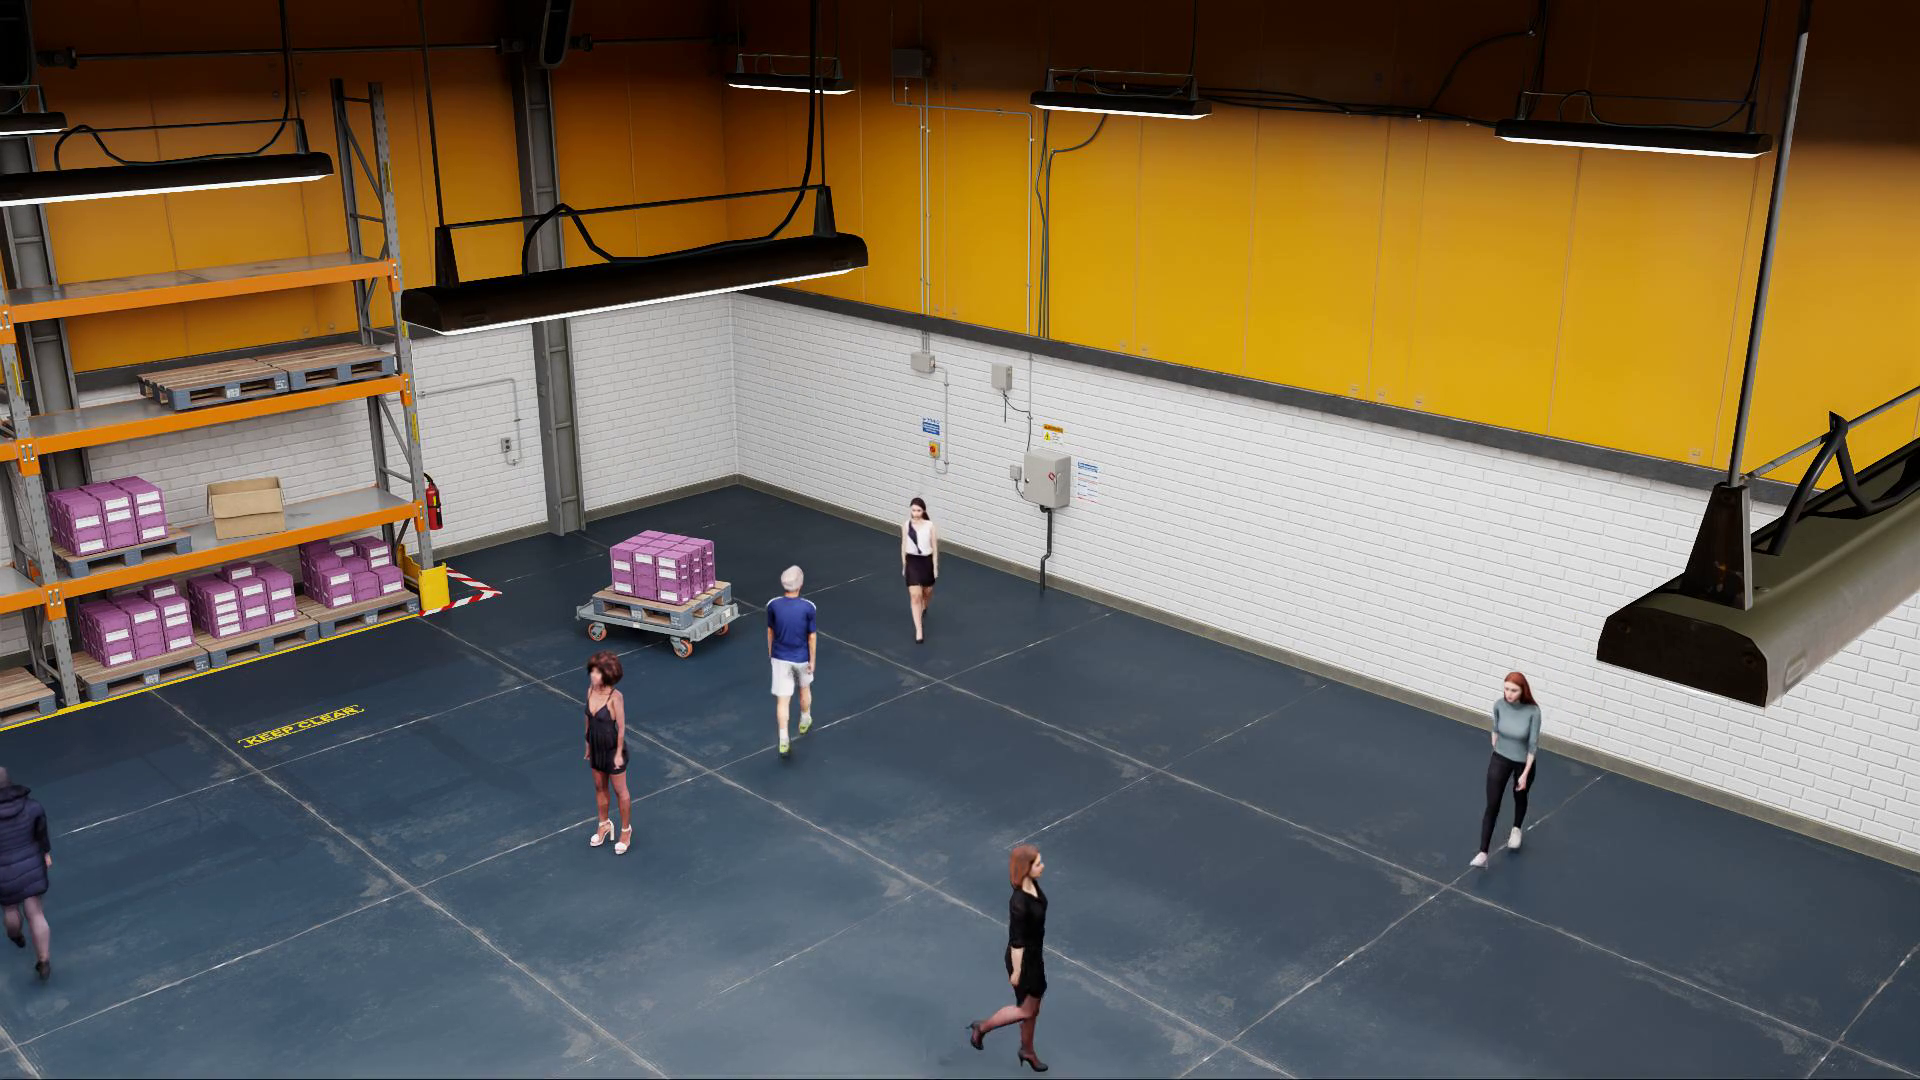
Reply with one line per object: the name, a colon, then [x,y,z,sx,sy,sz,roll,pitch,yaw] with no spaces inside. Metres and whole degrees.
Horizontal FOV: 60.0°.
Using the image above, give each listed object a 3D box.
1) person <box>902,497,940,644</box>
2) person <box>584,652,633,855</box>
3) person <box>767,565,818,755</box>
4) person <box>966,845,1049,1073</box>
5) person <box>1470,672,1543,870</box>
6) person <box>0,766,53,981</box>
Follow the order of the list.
person: [-0.433,0.304,18.582,0.973,1.625,1.041,1,19,2]
person: [-2.960,1.773,13.966,0.602,1.787,0.604,11,21,29]
person: [-1.613,1.165,15.752,1.173,1.799,1.197,-1,19,-3]
person: [0.356,2.796,11.078,0.881,1.690,0.854,3,19,10]
person: [4.638,1.880,13.820,0.740,1.678,1.225,12,22,32]
person: [-6.888,2.461,12.176,1.019,1.626,0.775,-15,24,-38]
